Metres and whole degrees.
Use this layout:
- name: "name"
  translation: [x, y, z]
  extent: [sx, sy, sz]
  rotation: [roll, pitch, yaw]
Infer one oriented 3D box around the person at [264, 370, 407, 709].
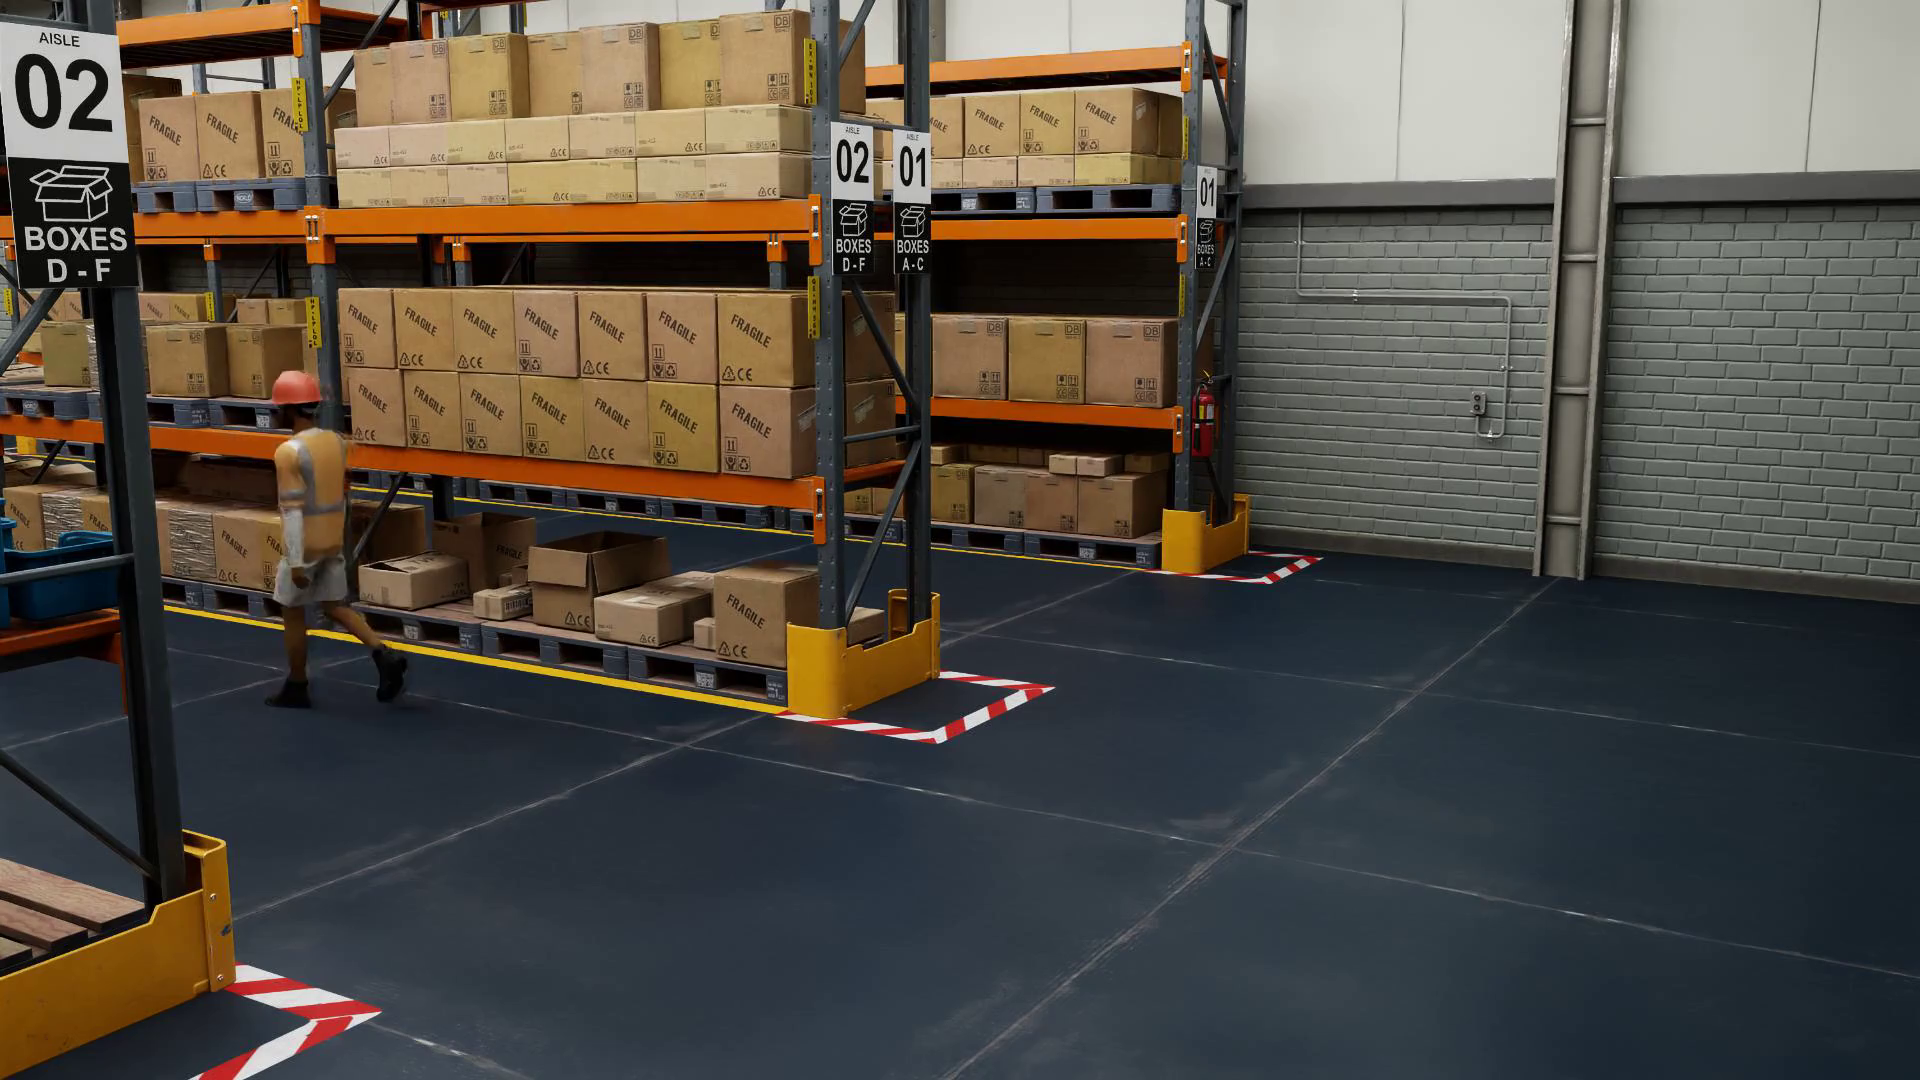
- name: "person"
  translation: [-3.529, 0.017, 9.211]
  extent: [0.800, 1.918, 0.554]
  rotation: [3, 10, 18]
